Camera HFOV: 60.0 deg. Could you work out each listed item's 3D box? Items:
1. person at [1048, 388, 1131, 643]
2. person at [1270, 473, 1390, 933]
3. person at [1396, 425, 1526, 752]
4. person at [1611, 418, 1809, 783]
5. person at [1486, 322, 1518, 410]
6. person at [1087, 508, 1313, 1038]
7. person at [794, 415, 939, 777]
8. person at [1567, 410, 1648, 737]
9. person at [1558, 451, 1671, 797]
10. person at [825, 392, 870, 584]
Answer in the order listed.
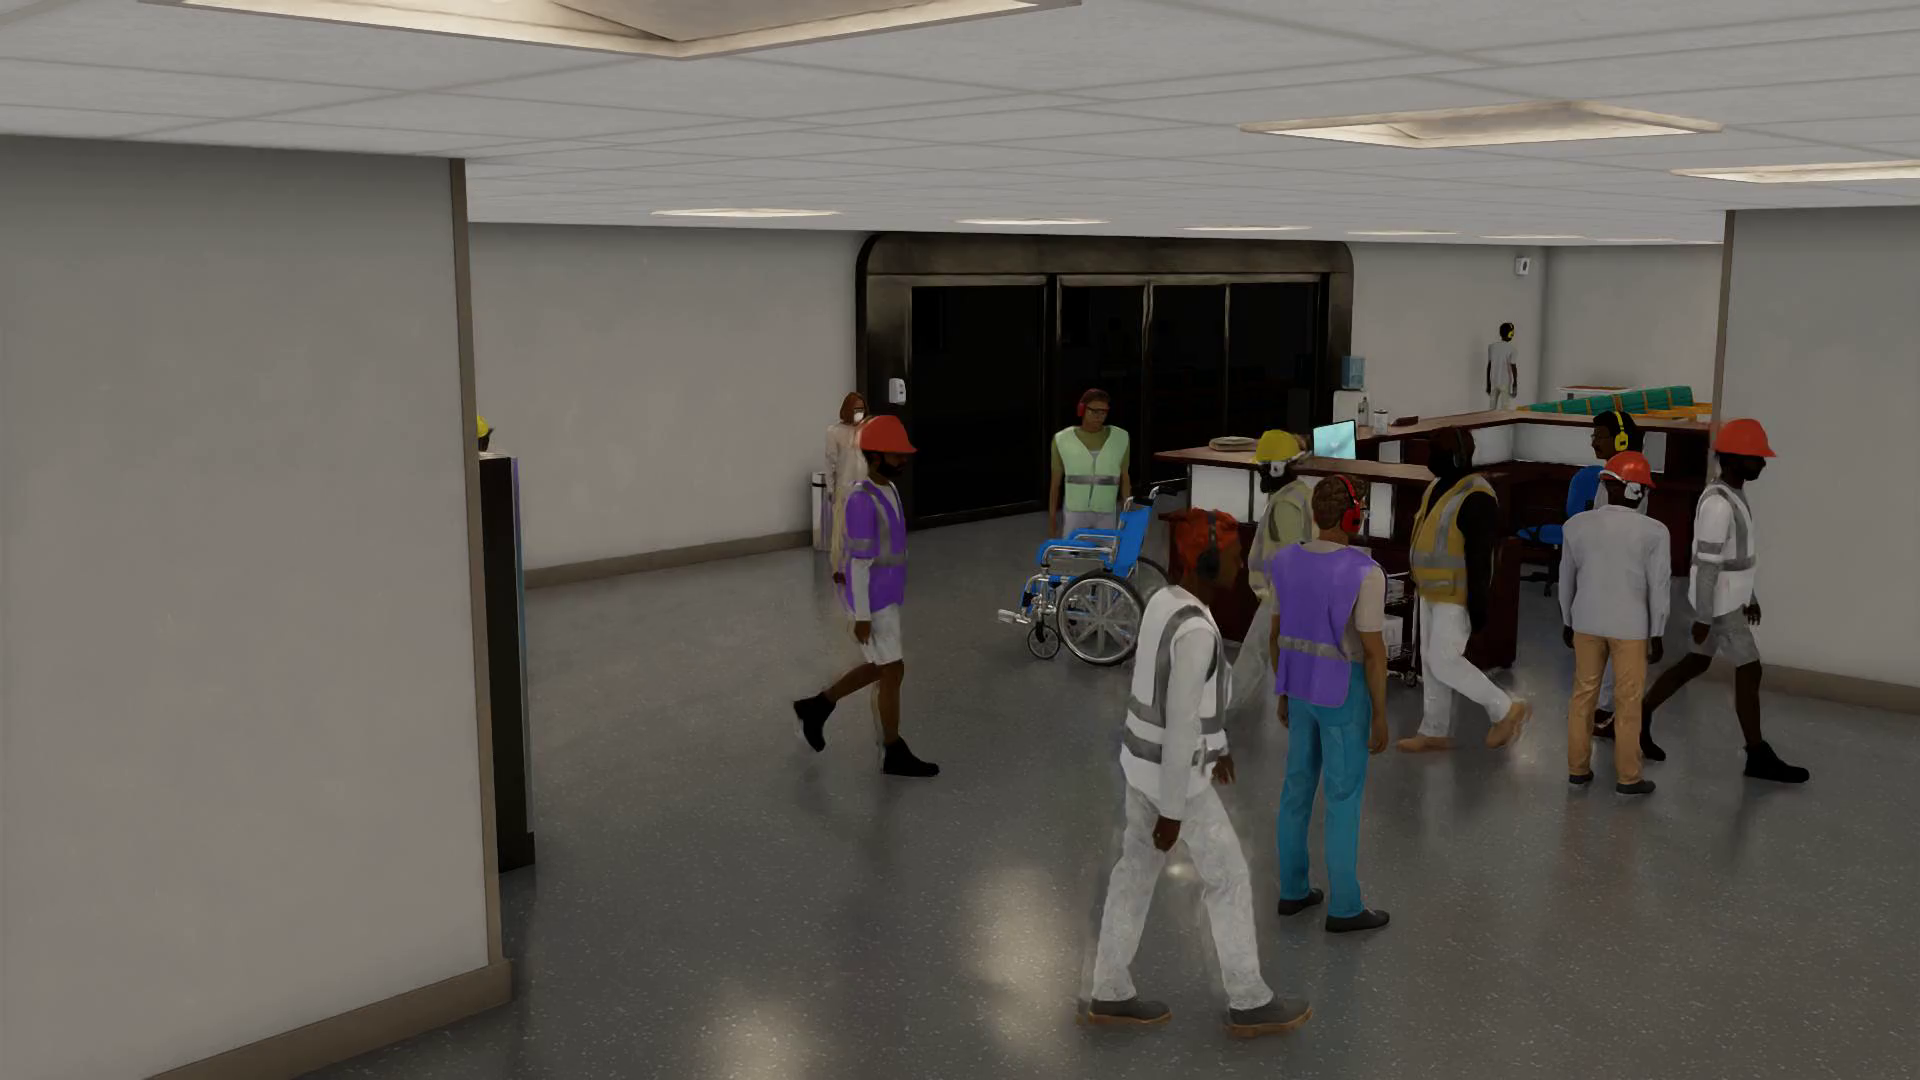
[{"bbox_3d":[0.911,-0.170,11.819,0.584,1.820,0.457,-1,9,-7],"label":"person"},{"bbox_3d":[1.475,0.654,6.701,0.389,1.844,0.563,-7,12,-37],"label":"person"},{"bbox_3d":[2.716,0.287,9.005,0.568,1.831,0.626,-1,9,-3],"label":"person"},{"bbox_3d":[3.962,0.295,8.762,0.959,1.902,0.559,5,10,27],"label":"person"},{"bbox_3d":[8.118,-2.325,24.931,0.328,1.862,0.523,-8,12,-39],"label":"person"},{"bbox_3d":[0.854,0.811,5.741,0.877,1.843,0.601,-2,9,-10],"label":"person"},{"bbox_3d":[-0.509,0.291,8.730,0.760,1.916,0.549,2,10,14],"label":"person"},{"bbox_3d":[3.724,0.193,9.492,0.324,1.861,0.511,0,9,0],"label":"person"},{"bbox_3d":[3.323,0.418,8.443,0.347,1.744,0.563,-9,13,-44],"label":"person"},{"bbox_3d":[-0.903,-0.440,14.095,0.504,1.627,0.286,-5,10,-26],"label":"person"}]
